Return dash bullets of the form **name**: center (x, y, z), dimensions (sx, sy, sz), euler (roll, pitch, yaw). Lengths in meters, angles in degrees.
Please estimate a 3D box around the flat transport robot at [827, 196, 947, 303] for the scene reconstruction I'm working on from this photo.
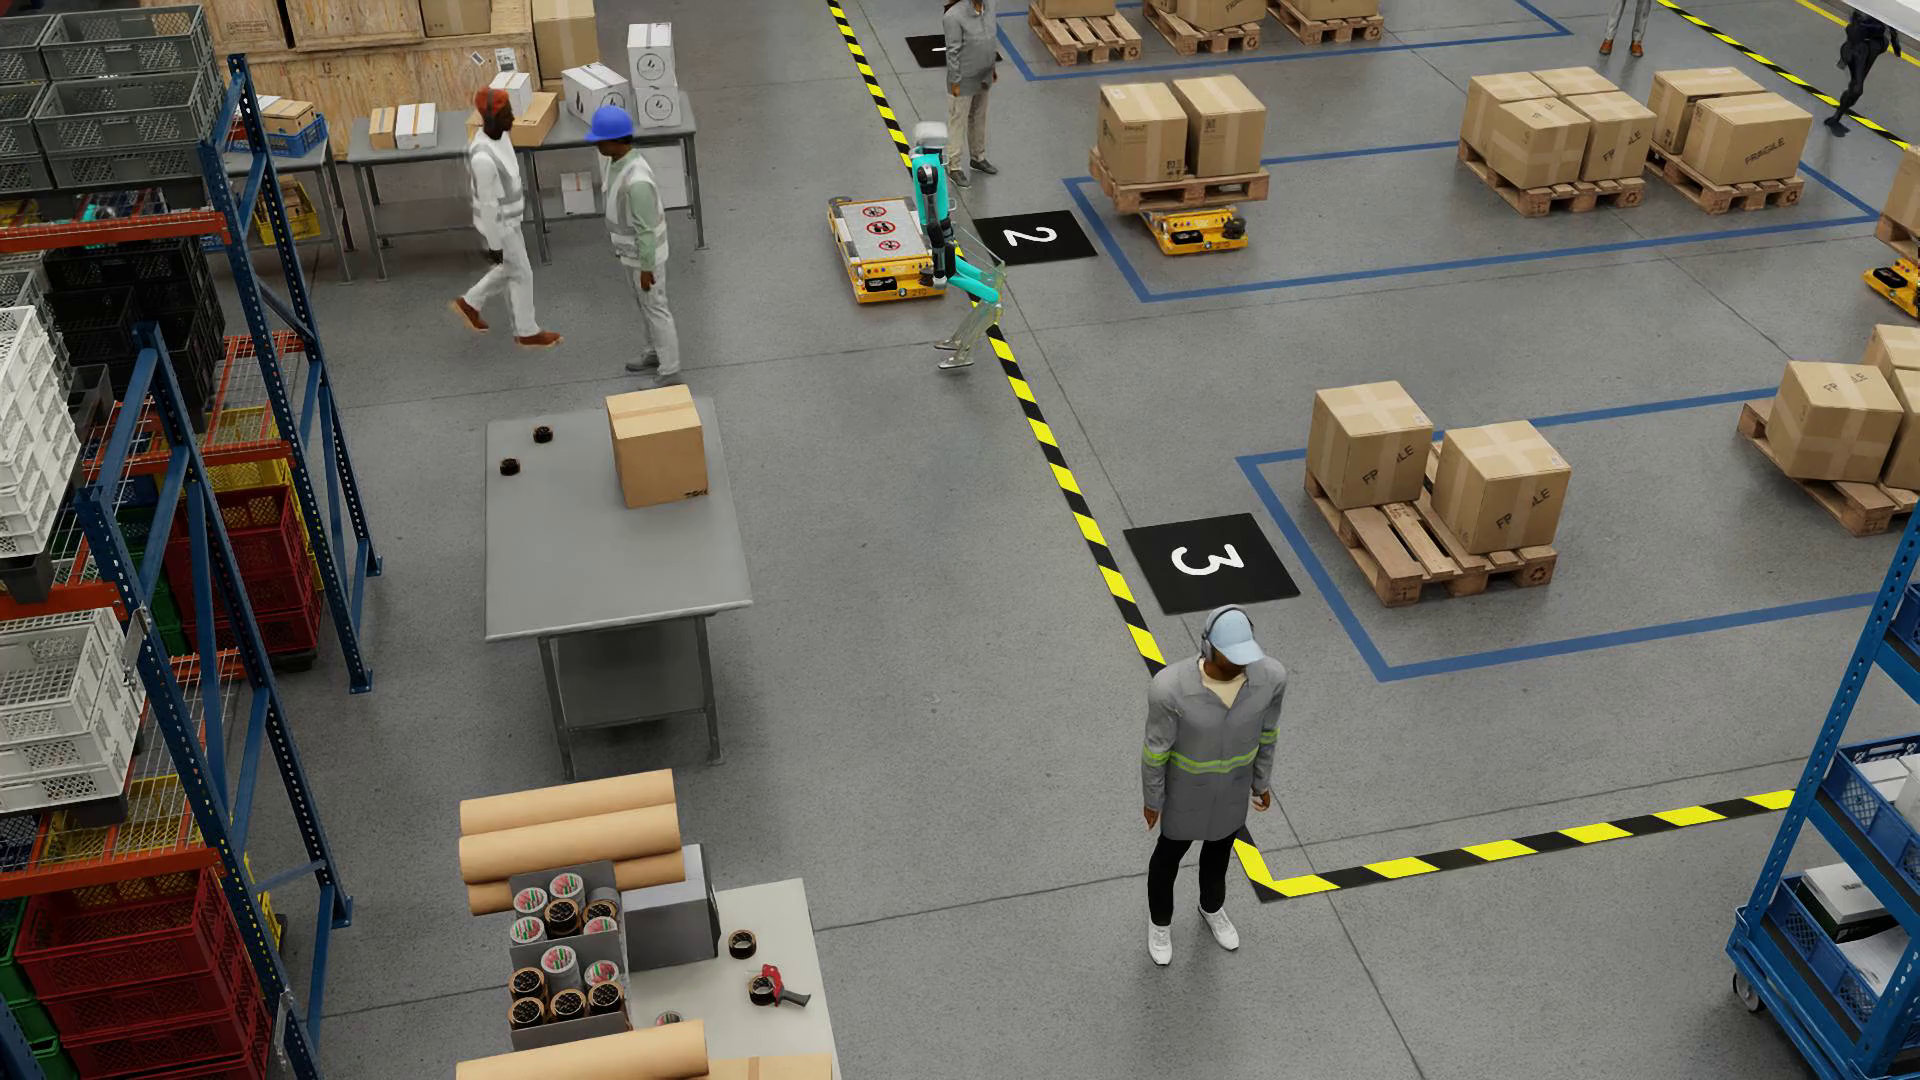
- **flat transport robot**: center (-0.570, -2.220, 12.538), dimensions (0.659, 0.231, 1.431), euler (-8, 37, -10)

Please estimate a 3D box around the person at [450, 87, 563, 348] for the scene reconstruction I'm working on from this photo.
- **person**: center (-3.129, -2.114, 11.060), dimensions (0.636, 1.859, 0.602), euler (-3, 37, -4)

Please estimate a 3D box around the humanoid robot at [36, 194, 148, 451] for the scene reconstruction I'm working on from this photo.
- **humanoid robot**: center (-5.260, -1.282, 10.015), dimensions (0.549, 1.738, 0.715), euler (10, 38, 13)

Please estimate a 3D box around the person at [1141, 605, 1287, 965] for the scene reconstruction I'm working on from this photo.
- **person**: center (1.026, 1.016, 6.862), dimensions (0.588, 1.852, 0.371), euler (-9, 38, -11)

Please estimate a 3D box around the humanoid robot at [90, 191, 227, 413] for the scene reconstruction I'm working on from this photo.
- **humanoid robot**: center (-4.970, -1.427, 10.299), dimensions (0.457, 1.632, 0.592), euler (-21, 41, -25)

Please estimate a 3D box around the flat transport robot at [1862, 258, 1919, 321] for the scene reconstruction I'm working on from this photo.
- **flat transport robot**: center (7.413, -1.899, 12.083), dimensions (1.431, 0.197, 0.652), euler (-8, 37, -10)

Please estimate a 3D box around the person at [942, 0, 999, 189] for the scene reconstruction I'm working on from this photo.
- **person**: center (0.078, -3.732, 13.312), dimensions (0.398, 1.769, 0.563), euler (27, 44, 31)

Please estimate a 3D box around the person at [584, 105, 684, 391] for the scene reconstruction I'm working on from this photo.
- **person**: center (-2.085, -1.858, 10.658), dimensions (0.436, 1.937, 0.616), euler (-15, 39, -19)

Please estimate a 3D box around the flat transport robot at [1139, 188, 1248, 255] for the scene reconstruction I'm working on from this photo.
- **flat transport robot**: center (1.721, -2.680, 13.132), dimensions (0.652, 0.197, 1.431), euler (-8, 37, -10)

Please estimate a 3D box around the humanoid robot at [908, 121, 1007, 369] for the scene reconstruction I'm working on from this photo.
- **humanoid robot**: center (0.045, -1.897, 10.764), dimensions (0.735, 1.673, 0.533), euler (-1, 37, -1)

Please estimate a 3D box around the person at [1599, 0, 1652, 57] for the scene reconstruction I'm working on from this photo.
- **person**: center (6.417, -5.489, 15.579), dimensions (0.589, 1.884, 0.356), euler (9, 38, 12)

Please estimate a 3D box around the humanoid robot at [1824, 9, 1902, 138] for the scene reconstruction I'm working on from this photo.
- **humanoid robot**: center (7.705, -4.242, 14.079), dimensions (0.600, 1.648, 0.396), euler (-15, 39, -19)
